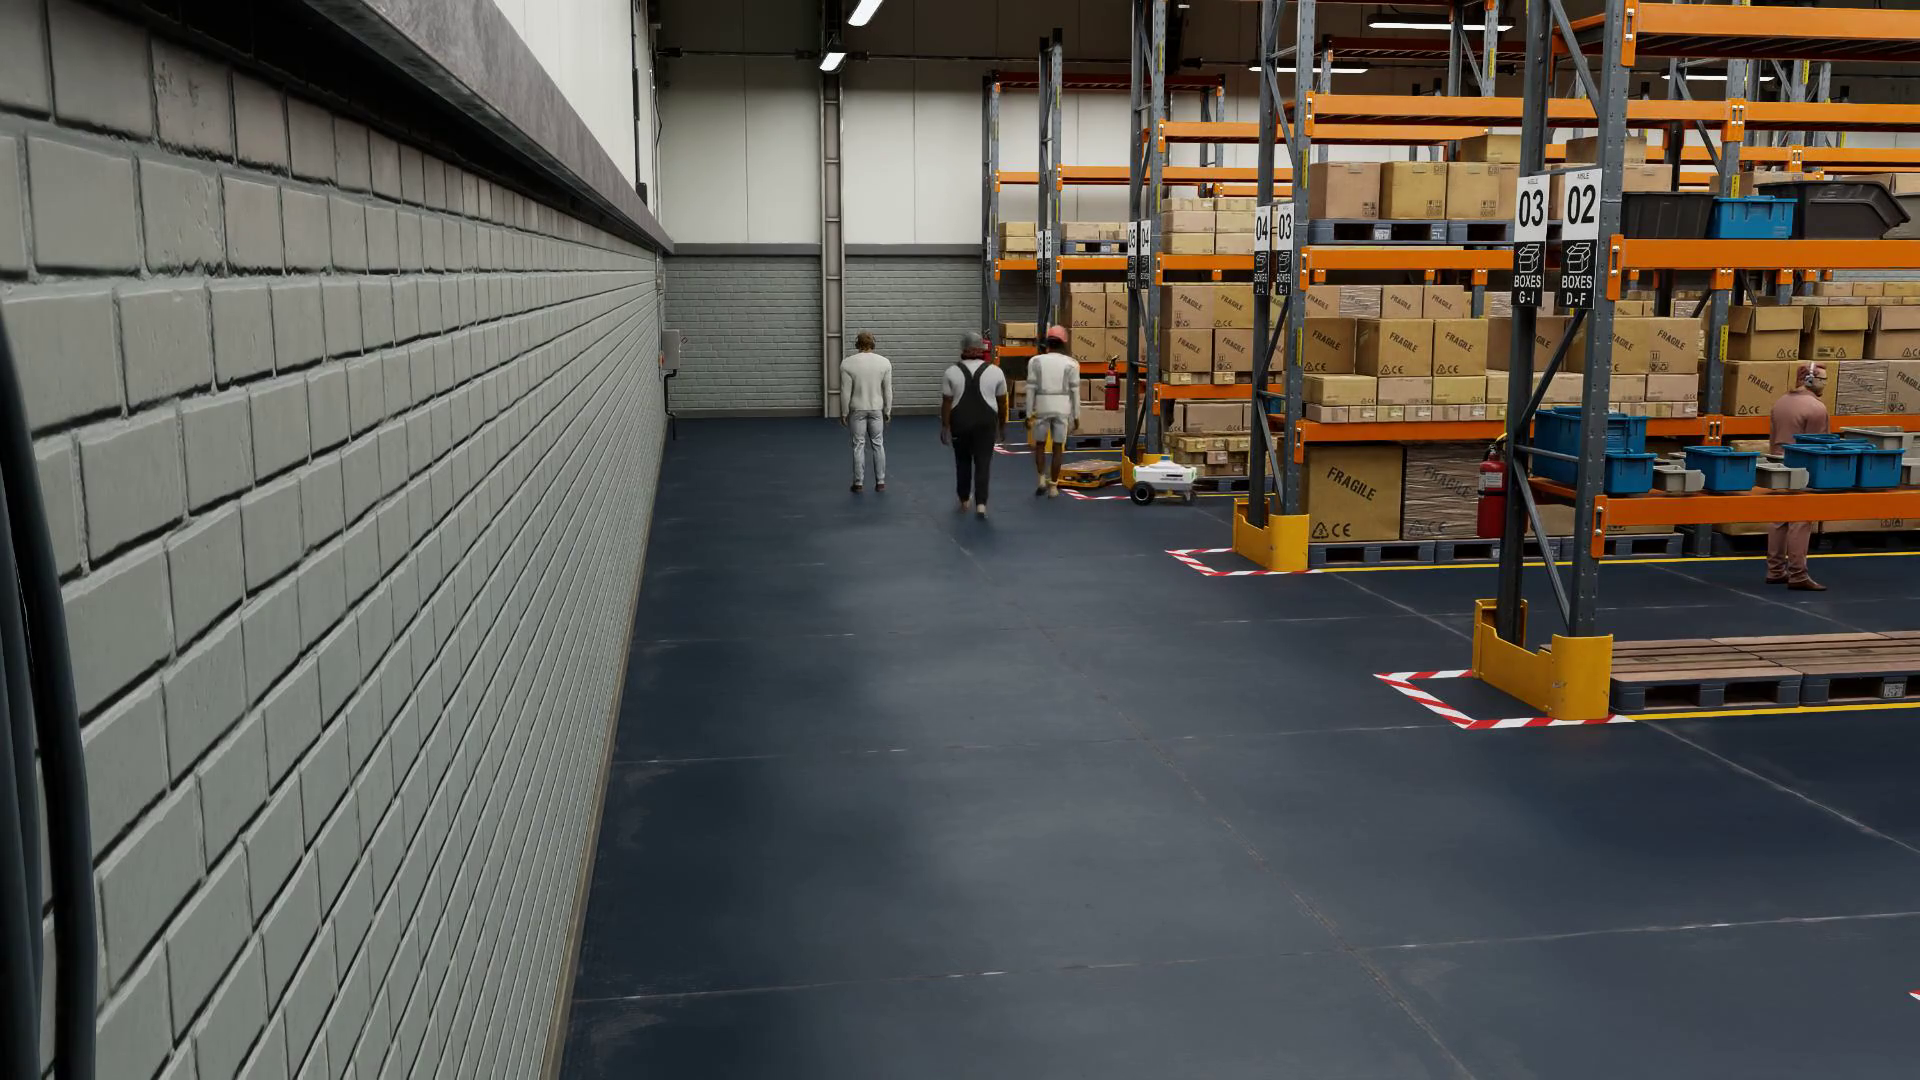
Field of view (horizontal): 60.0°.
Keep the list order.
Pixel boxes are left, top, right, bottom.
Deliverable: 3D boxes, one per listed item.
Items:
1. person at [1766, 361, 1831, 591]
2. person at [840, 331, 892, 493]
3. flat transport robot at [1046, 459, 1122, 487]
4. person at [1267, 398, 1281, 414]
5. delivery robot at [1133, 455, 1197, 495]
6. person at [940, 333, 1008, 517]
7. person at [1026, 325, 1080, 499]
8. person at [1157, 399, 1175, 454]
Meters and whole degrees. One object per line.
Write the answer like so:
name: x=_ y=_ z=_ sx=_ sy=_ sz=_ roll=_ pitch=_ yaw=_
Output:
person: x=7.025 y=-0.535 z=13.881 sx=0.402 sy=1.904 sz=0.638 roll=-1 pitch=9 yaw=-5
person: x=-1.123 y=-1.530 z=19.900 sx=0.635 sy=1.937 sz=0.352 roll=-3 pitch=10 yaw=-15
flat transport robot: x=1.642 y=-0.839 z=20.764 sx=0.652 sy=0.197 sz=1.431 roll=6 pitch=11 yaw=31
person: x=4.367 y=-2.025 z=23.229 sx=0.388 sy=1.847 sz=0.563 roll=-5 pitch=10 yaw=-28
delivery robot: x=2.332 y=-0.724 z=18.897 sx=0.707 sy=0.478 sz=0.477 roll=2 pitch=9 yaw=12
person: x=0.151 y=-1.284 z=18.066 sx=0.724 sy=2.000 sz=1.062 roll=1 pitch=9 yaw=5
person: x=1.093 y=-1.503 z=19.456 sx=0.628 sy=2.019 sz=0.577 roll=1 pitch=9 yaw=5
person: x=2.502 y=-1.617 z=20.689 sx=0.333 sy=1.860 sz=0.509 roll=-4 pitch=10 yaw=-24
